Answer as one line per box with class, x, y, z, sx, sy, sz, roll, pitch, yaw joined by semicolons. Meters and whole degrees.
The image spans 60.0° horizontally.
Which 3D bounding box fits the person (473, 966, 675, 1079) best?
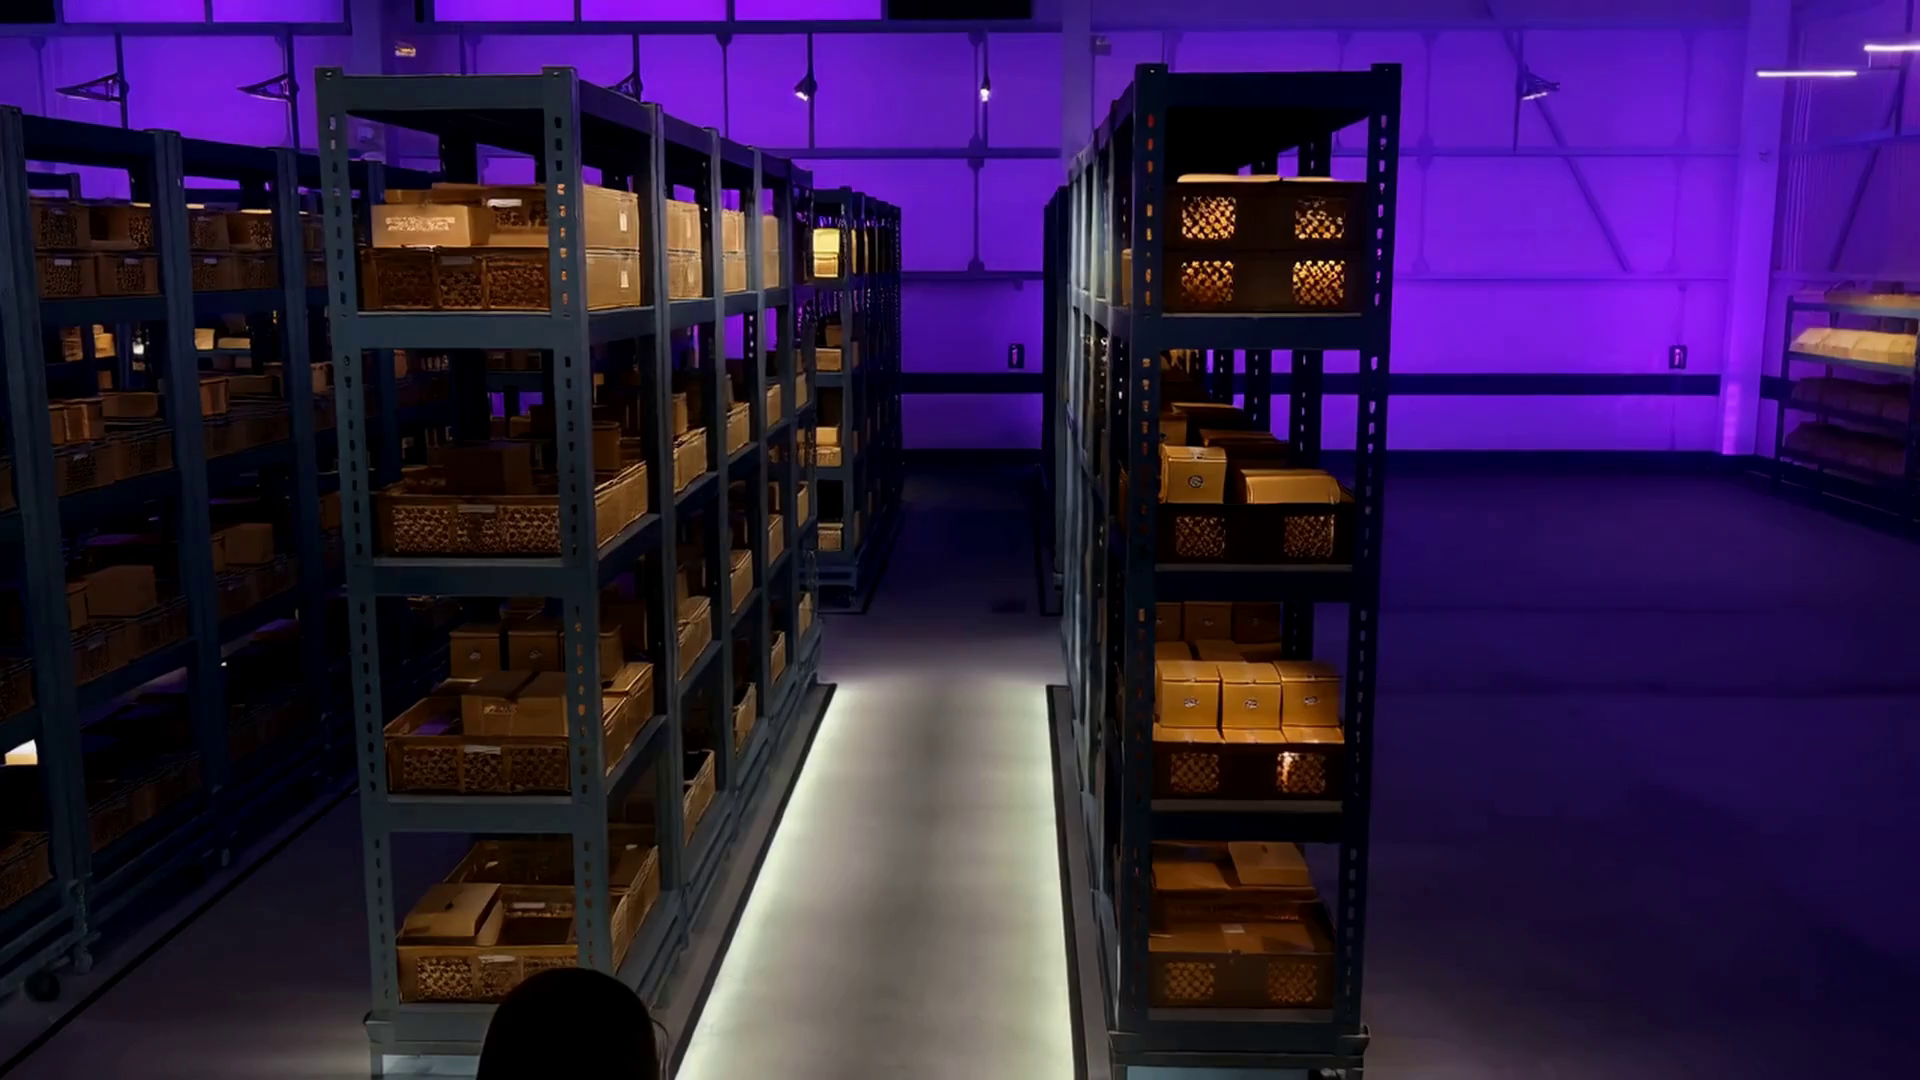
person;-0.567;1.608;2.593;0.611;1.996;0.378;7;12;36
